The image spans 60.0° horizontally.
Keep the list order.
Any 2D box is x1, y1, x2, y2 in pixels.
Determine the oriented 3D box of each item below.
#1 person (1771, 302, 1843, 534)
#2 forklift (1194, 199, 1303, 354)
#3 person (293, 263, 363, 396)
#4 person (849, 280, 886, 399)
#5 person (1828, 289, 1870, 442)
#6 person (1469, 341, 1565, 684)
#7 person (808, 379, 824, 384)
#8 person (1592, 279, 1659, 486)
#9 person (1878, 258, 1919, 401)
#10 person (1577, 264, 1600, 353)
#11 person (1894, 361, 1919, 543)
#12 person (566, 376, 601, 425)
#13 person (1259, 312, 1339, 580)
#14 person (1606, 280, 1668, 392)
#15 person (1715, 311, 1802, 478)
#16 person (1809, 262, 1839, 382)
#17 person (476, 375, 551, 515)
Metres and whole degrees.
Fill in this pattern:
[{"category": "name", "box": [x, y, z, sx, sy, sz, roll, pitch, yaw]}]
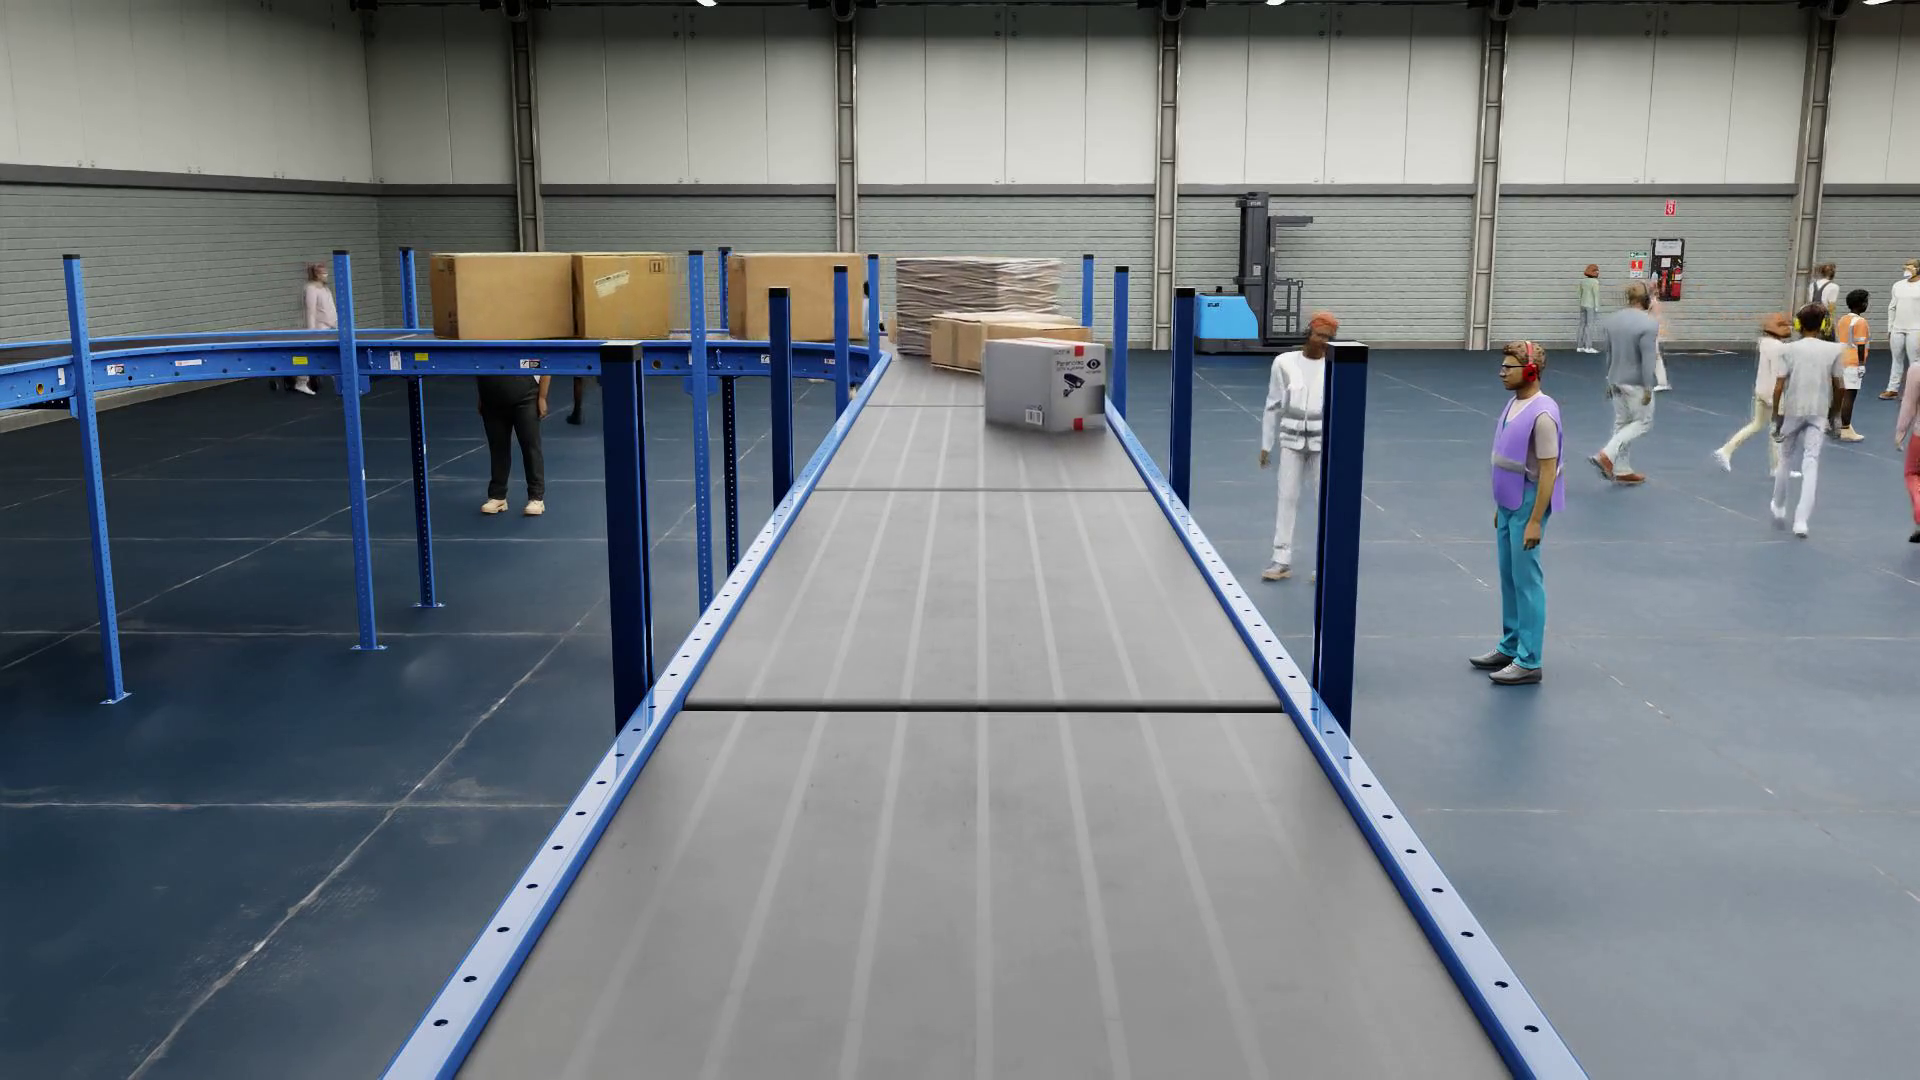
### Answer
[{"category": "person", "box": [6.808, -0.993, 13.411, 0.518, 1.818, 0.986, 5, 12, 23]}, {"category": "forklift", "box": [5.313, -4.851, 30.603, 1.873, 2.768, 1.129, 0, 11, 1]}, {"category": "person", "box": [-8.985, -2.955, 23.392, 0.984, 1.864, 0.649, -1, 11, -6]}, {"category": "person", "box": [-1.211, -2.759, 22.907, 0.896, 1.647, 0.548, -4, 12, -21]}, {"category": "person", "box": [10.052, -1.975, 18.764, 0.318, 1.697, 0.535, 0, 11, 1]}, {"category": "person", "box": [3.059, -0.155, 9.022, 0.373, 1.843, 0.572, 0, 11, 0]}, {"category": "person", "box": [-1.883, -3.186, 25.050, 0.772, 1.667, 0.530, 5, 12, 24]}, {"category": "person", "box": [6.196, -1.452, 15.477, 0.558, 1.926, 0.648, -3, 12, -17]}, {"category": "person", "box": [12.974, -2.872, 22.747, 0.378, 1.940, 0.629, -5, 12, -24]}, {"category": "person", "box": [11.670, -4.293, 30.839, 0.279, 1.633, 0.501, -4, 12, -17]}, {"category": "person", "box": [7.410, -0.795, 12.579, 0.629, 1.734, 0.378, 2, 11, 13]}, {"category": "person", "box": [-4.427, -2.315, 20.014, 0.984, 1.897, 0.560, 11, 15, 43]}, {"category": "person", "box": [2.398, -0.642, 11.532, 0.651, 1.862, 0.382, 4, 12, 19]}, {"category": "person", "box": [9.819, -2.939, 23.958, 0.898, 1.583, 0.537, 6, 12, 28]}, {"category": "person", "box": [7.796, -1.415, 16.120, 0.726, 1.607, 0.507, 1, 11, 4]}, {"category": "person", "box": [13.153, -3.292, 25.247, 0.869, 1.813, 0.513, -6, 12, -27]}, {"category": "person", "box": [-3.797, -1.208, 14.044, 0.678, 2.000, 0.537, 2, 11, 10]}]
